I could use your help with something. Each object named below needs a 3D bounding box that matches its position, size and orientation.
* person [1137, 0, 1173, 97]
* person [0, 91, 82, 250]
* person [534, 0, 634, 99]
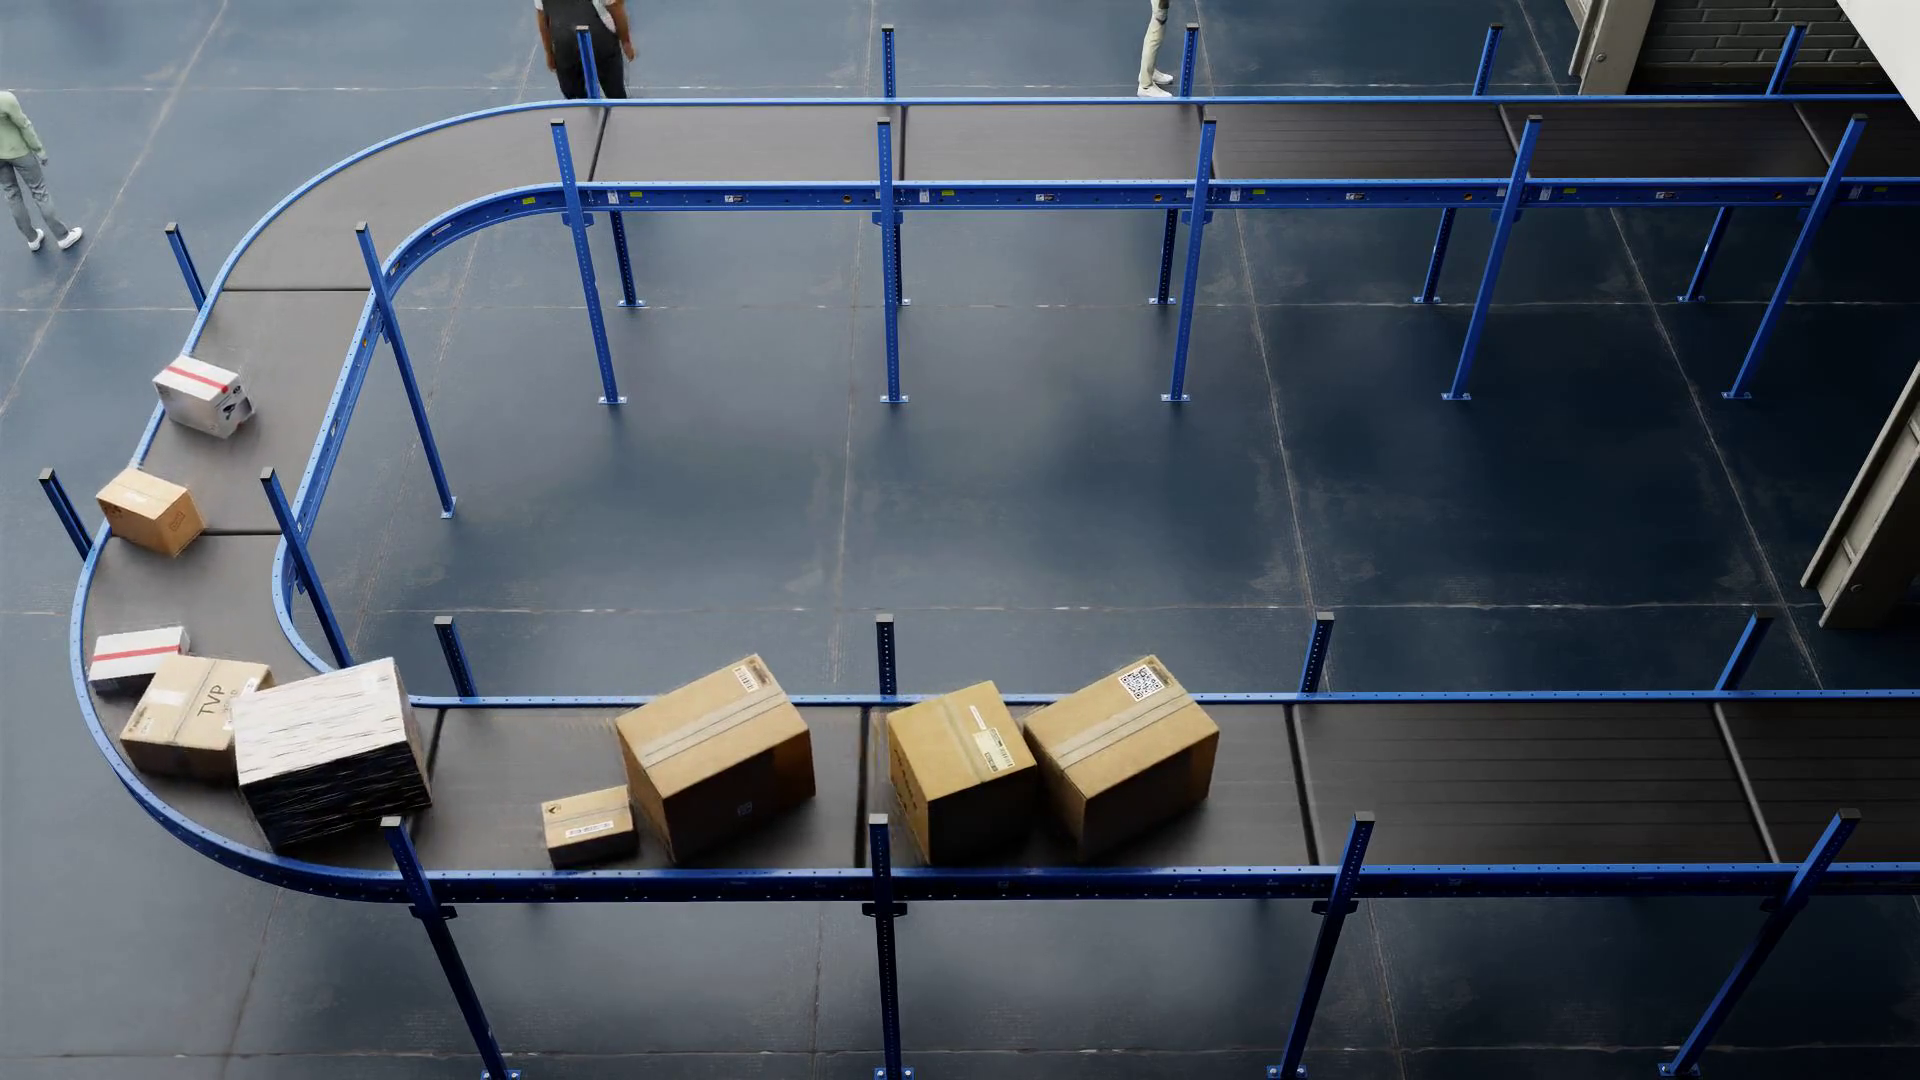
[{"bbox_3d":[1.692,-4.549,14.253,0.313,1.865,0.515,4,47,4],"label":"person"},{"bbox_3d":[-7.110,-2.899,12.864,0.507,1.631,0.276,-1,47,-1],"label":"person"},{"bbox_3d":[-2.929,-3.890,13.543,0.804,2.000,0.533,7,47,7],"label":"person"}]
